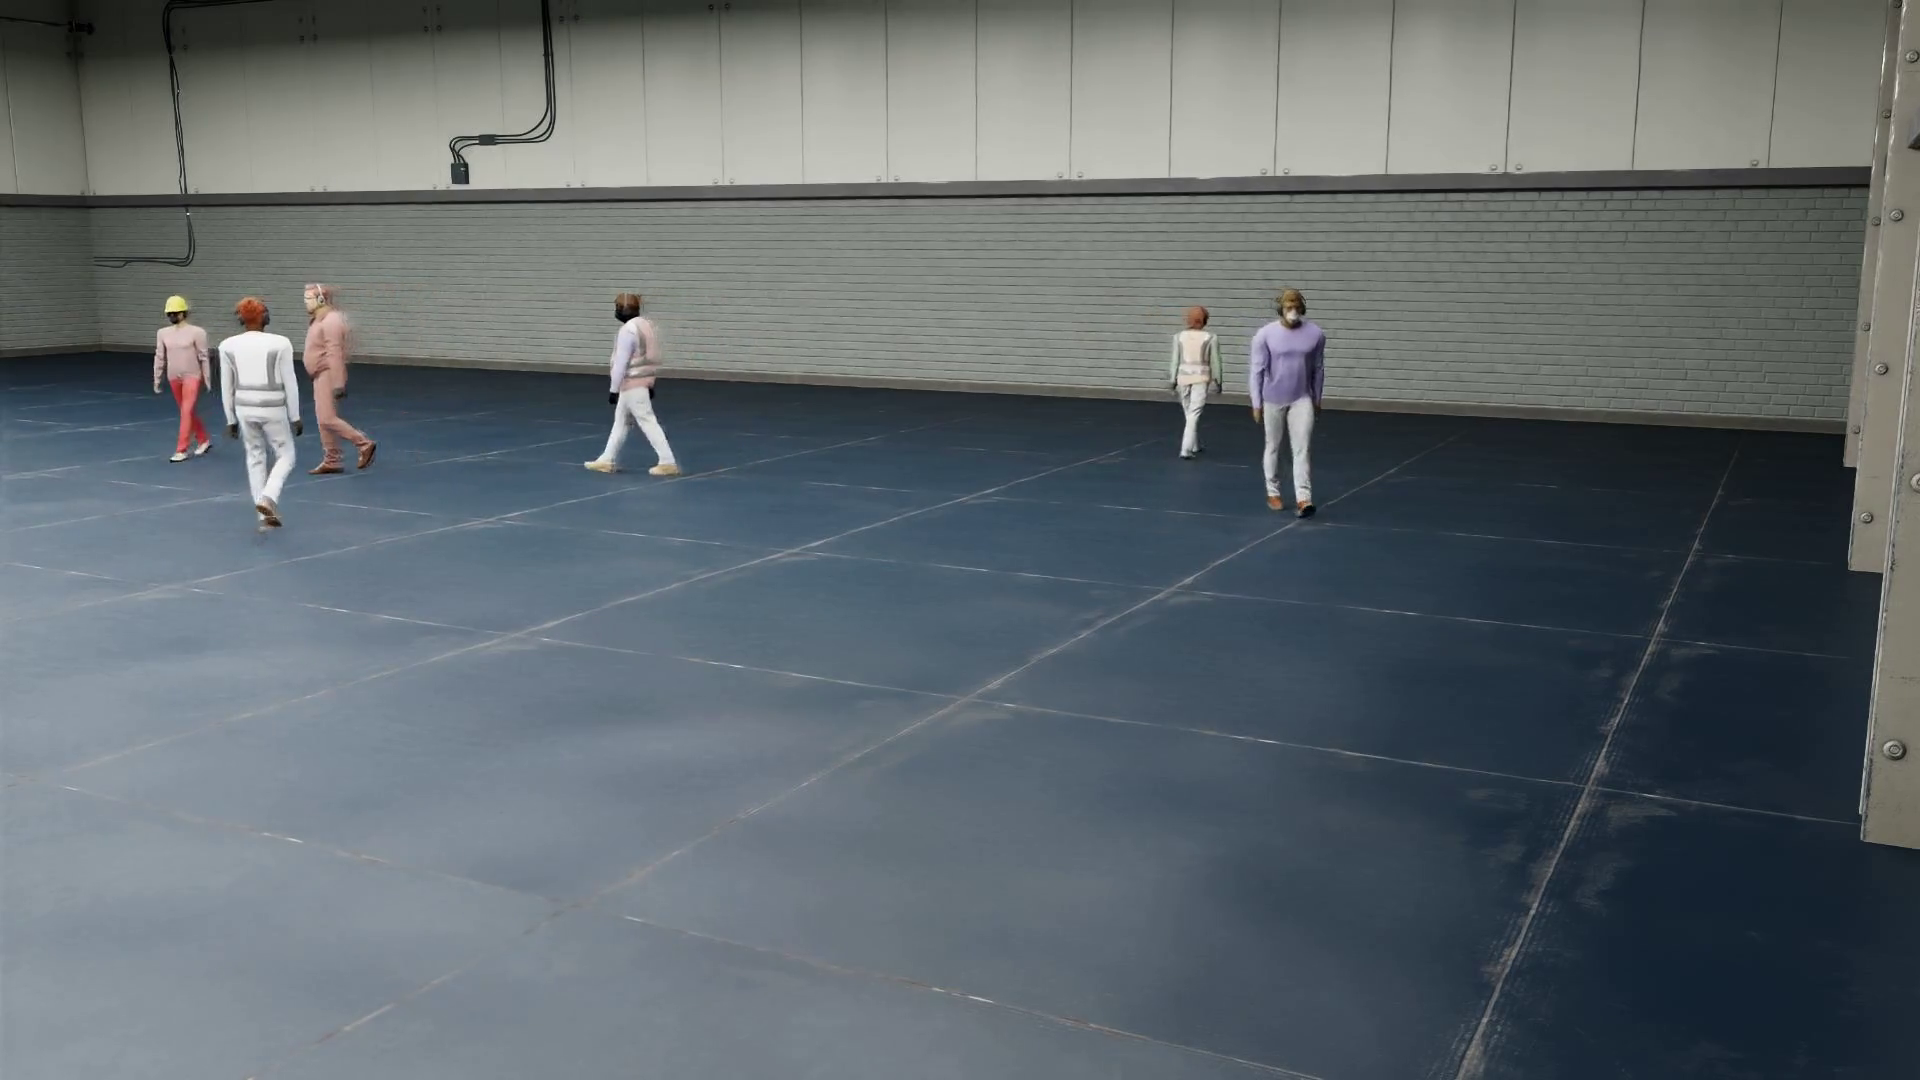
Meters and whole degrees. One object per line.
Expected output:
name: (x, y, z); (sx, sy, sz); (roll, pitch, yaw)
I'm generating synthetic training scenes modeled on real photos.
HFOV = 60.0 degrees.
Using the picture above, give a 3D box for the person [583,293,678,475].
person: (-3.236, -1.521, 16.330); (0.984, 1.790, 0.647); (1, 10, 4)

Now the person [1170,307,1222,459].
person: (2.503, -1.666, 17.654); (0.534, 1.589, 0.874); (6, 12, 30)

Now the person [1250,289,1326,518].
person: (2.755, -1.137, 13.940); (0.652, 1.890, 0.986); (0, 10, -1)

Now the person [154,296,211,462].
person: (-8.210, -1.718, 17.596); (0.542, 1.721, 0.916); (1, 10, 5)

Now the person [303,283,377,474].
person: (-6.161, -1.577, 16.361); (0.541, 1.892, 0.658); (-6, 12, -30)

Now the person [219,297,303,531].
person: (-5.532, -0.983, 13.164); (0.606, 1.870, 0.483); (0, 10, -2)
